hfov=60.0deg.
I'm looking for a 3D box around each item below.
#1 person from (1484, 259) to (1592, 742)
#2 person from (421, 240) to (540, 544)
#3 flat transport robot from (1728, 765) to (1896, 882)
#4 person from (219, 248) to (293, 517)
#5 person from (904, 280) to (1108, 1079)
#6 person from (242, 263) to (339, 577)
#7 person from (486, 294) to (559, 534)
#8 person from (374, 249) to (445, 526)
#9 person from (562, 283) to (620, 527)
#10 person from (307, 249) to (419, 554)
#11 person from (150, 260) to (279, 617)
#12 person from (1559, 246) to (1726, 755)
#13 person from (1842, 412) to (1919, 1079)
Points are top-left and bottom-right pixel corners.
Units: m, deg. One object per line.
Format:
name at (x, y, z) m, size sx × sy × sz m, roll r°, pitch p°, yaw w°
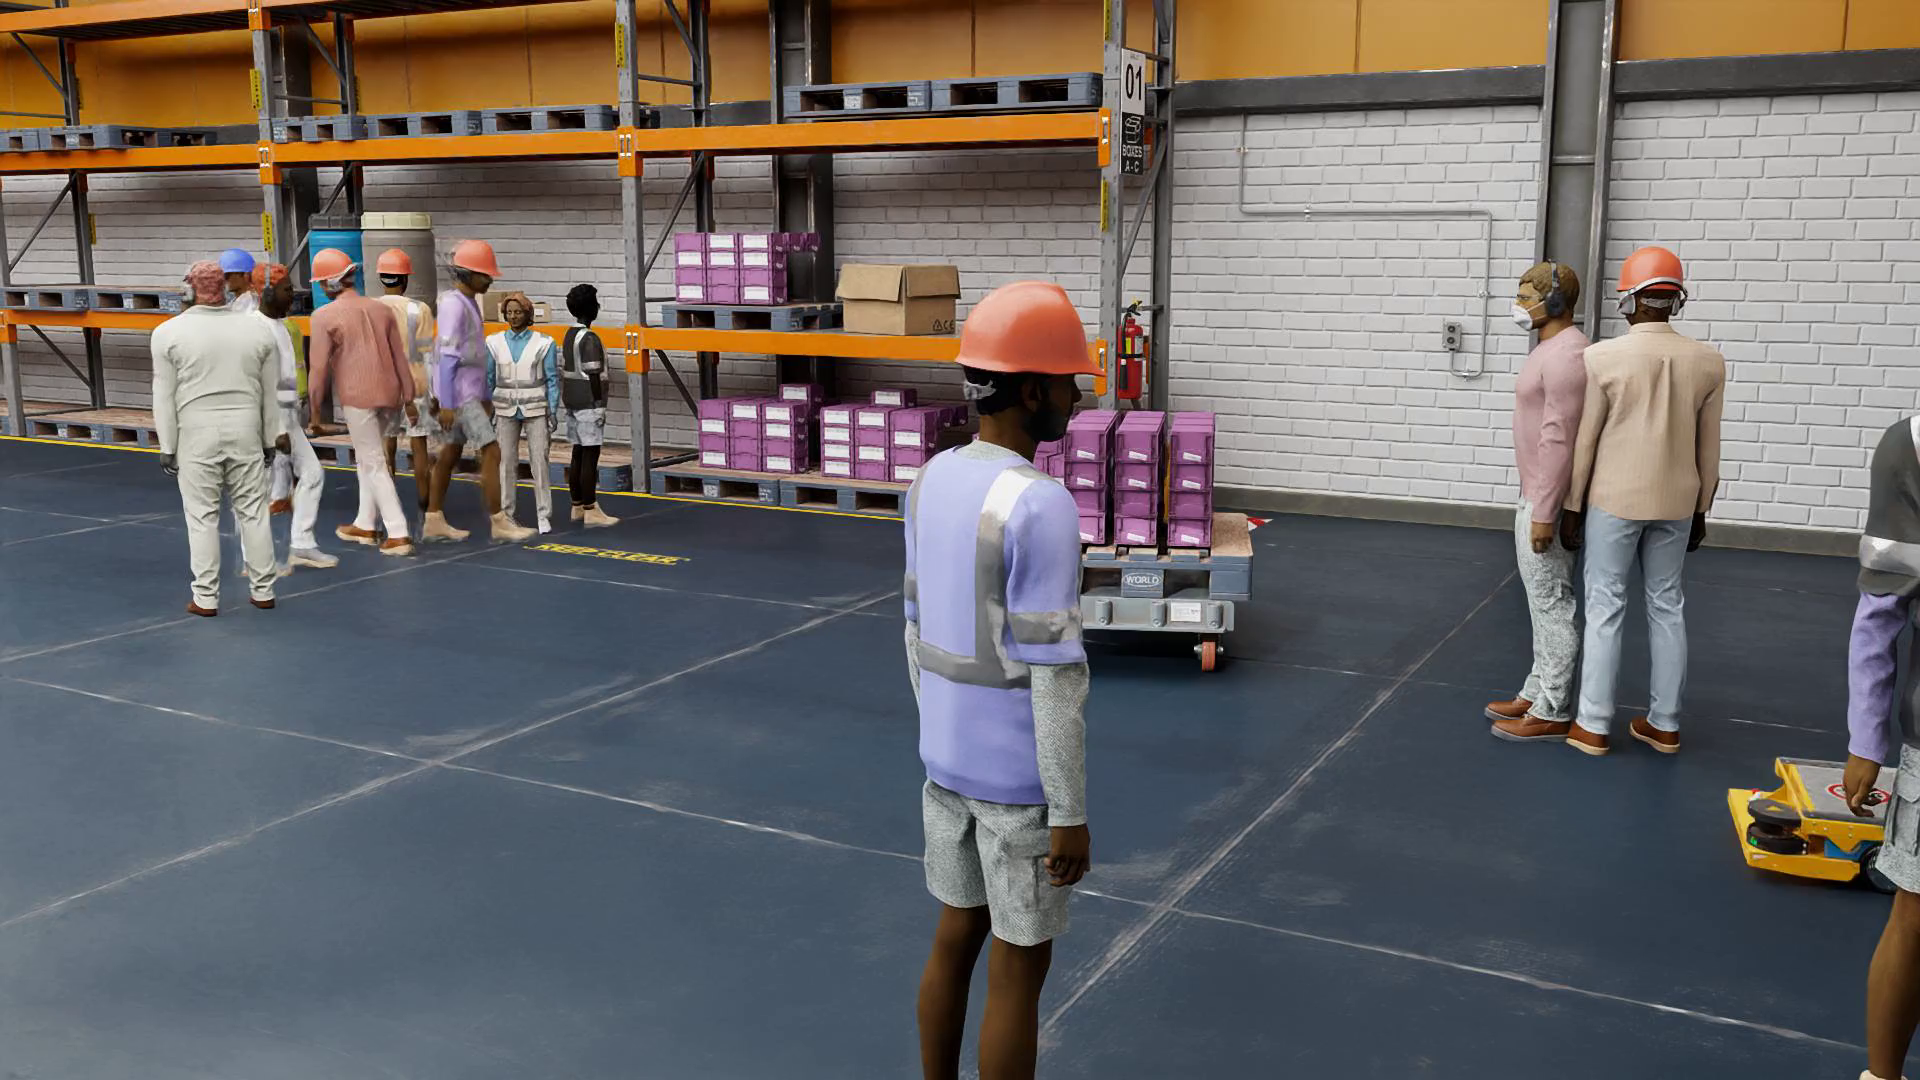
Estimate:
person at (2.369, -0.153, 6.711) m, size 0.377 × 1.934 × 0.625 m, roll 3°, pitch 11°, yaw 15°
person at (-3.165, -0.946, 10.887) m, size 0.910 × 1.985 × 0.747 m, roll -2°, pitch 10°, yaw -9°
flat transport robot at (3.267, 0.935, 5.301) m, size 1.431 × 0.197 × 0.652 m, roll 4°, pitch 11°, yaw 19°
person at (-5.145, -1.133, 12.079) m, size 0.612 × 1.942 × 0.405 m, roll 9°, pitch 14°, yaw 40°
person at (0.109, 0.447, 3.405) m, size 0.374 × 1.935 × 0.552 m, roll -6°, pitch 12°, yaw -29°
person at (-4.006, -0.697, 9.861) m, size 0.662 × 1.861 × 0.592 m, roll -1°, pitch 10°, yaw -4°
person at (-2.989, -0.854, 11.349) m, size 0.514 × 1.642 × 0.310 m, roll -1°, pitch 10°, yaw -3°
person at (-3.917, -1.058, 11.657) m, size 0.542 × 1.938 × 0.358 m, roll 0°, pitch 10°, yaw -1°
person at (-2.608, -0.940, 11.659) m, size 0.316 × 1.700 × 0.540 m, roll -6°, pitch 12°, yaw -30°
person at (-3.850, -0.883, 10.668) m, size 0.916 × 1.936 × 0.639 m, roll 6°, pitch 12°, yaw 29°
person at (-3.996, -0.541, 8.947) m, size 0.639 × 1.900 × 0.396 m, roll -9°, pitch 14°, yaw -42°
person at (2.651, -0.144, 6.525) m, size 0.622 × 1.987 × 0.405 m, roll -1°, pitch 10°, yaw -7°
person at (2.136, 0.402, 3.363) m, size 0.616 × 2.040 × 0.382 m, roll 3°, pitch 11°, yaw 17°
